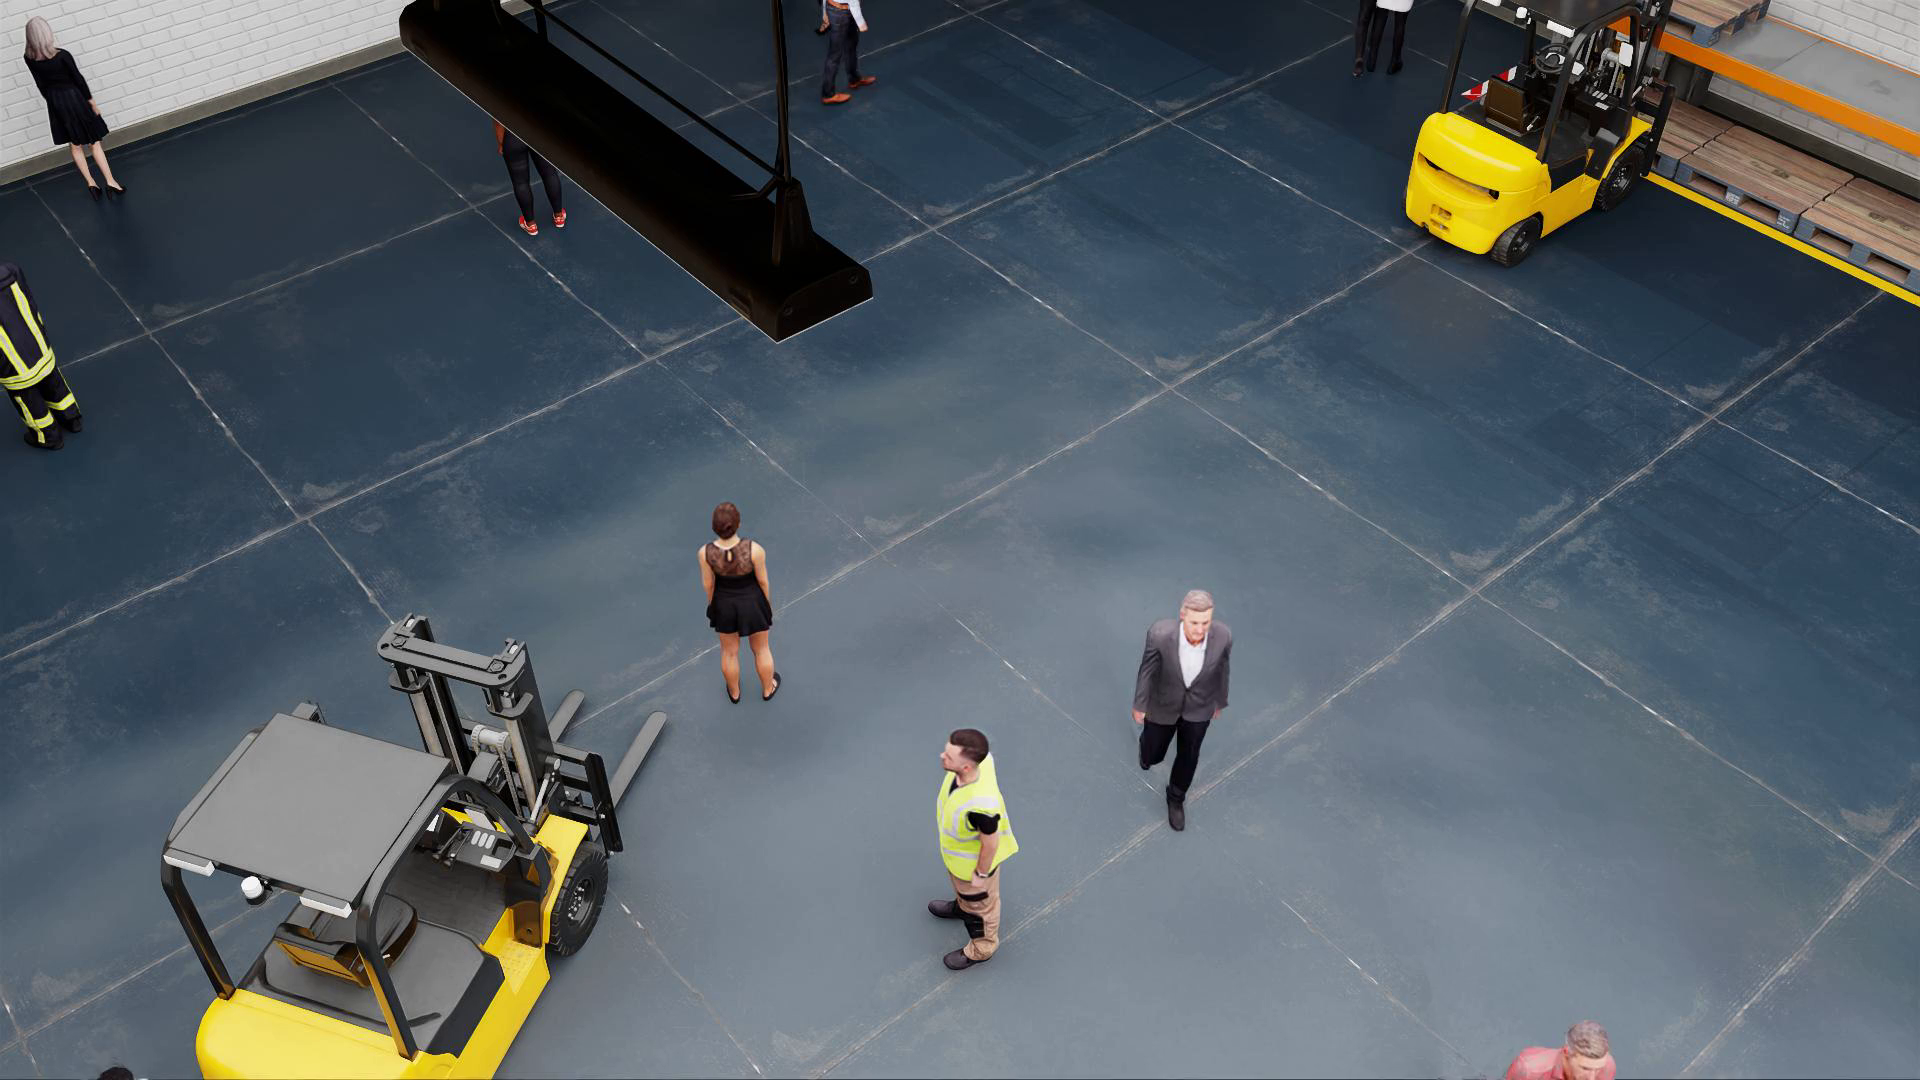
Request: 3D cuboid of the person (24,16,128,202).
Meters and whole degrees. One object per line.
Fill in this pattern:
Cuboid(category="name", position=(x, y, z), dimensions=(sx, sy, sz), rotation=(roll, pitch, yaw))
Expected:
Cuboid(category="person", position=(-7.913, -3.839, 14.818), dimensions=(0.706, 1.746, 0.745), rotation=(-2, 44, -2))

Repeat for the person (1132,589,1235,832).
Cuboid(category="person", position=(1.275, 0.909, 9.778), dimensions=(0.984, 1.824, 1.061), rotation=(-2, 44, -3))

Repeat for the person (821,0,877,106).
Cuboid(category="person", position=(-1.232, -5.034, 16.056), dimensions=(0.839, 1.769, 0.901), rotation=(-17, 46, -17))

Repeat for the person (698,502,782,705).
Cuboid(category="person", position=(-1.387, 0.404, 10.418), dimensions=(0.679, 1.673, 0.725), rotation=(-1, 44, -2))

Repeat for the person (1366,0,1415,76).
Cuboid(category="person", position=(4.338, -5.523, 16.541), dimensions=(0.610, 1.807, 0.742), rotation=(16, 46, 16))

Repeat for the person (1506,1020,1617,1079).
Cuboid(category="person", position=(2.693, 2.726, 7.877), dimensions=(0.983, 1.815, 1.063), rotation=(-1, 44, -1))

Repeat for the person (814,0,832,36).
Cuboid(category="person", position=(-1.408, -6.107, 17.119), dimensions=(0.629, 1.857, 0.683), rotation=(23, 48, 22))

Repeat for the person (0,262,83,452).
Cuboid(category="person", position=(-6.998, -1.472, 12.279), dimensions=(0.826, 1.822, 0.847), rotation=(19, 47, 19))

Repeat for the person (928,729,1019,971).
Cuboid(category="person", position=(0.053, 1.642, 8.993), dimensions=(0.898, 1.845, 0.815), rotation=(-7, 44, -7))
